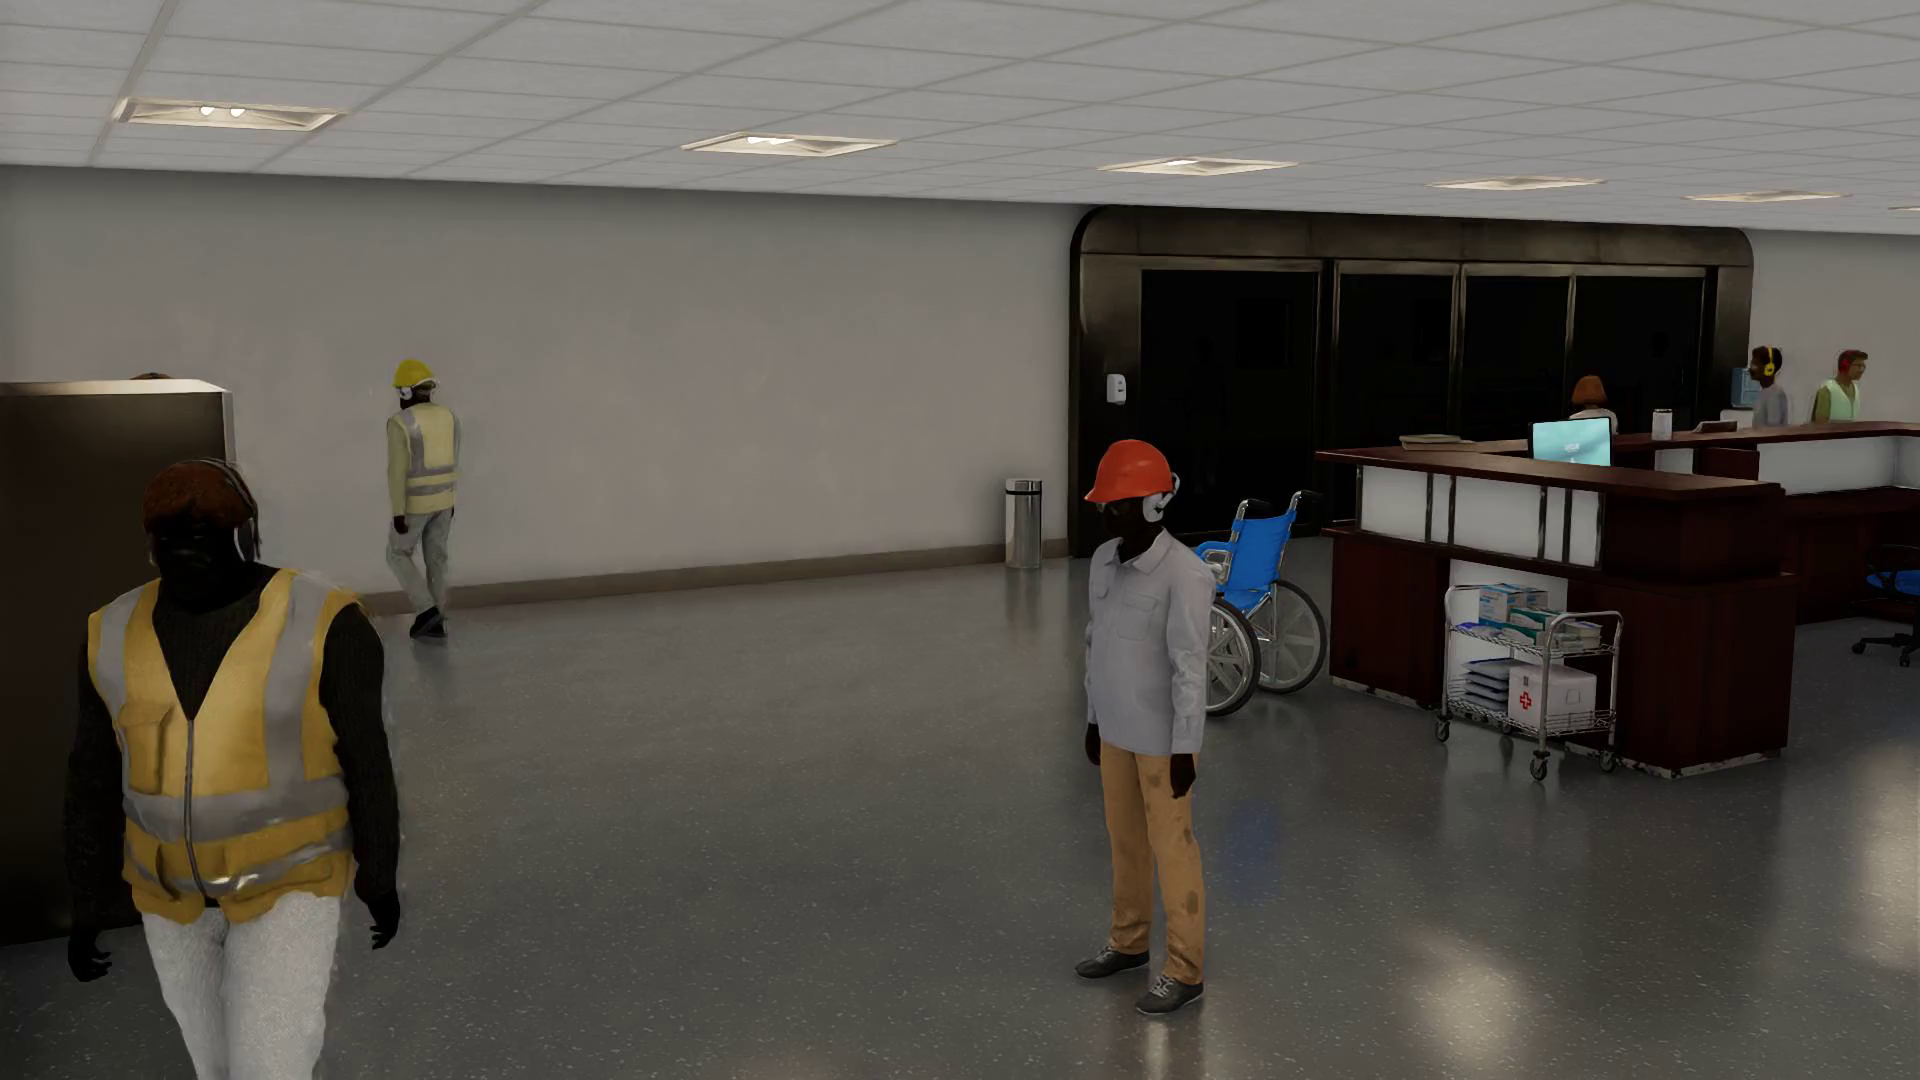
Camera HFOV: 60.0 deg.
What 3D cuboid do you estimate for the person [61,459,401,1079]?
[{"bbox_3d":[-1.537,0.752,3.417,0.651,1.821,0.680,0,8,3],"label":"person"}]

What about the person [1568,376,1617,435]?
[{"bbox_3d":[4.836,-0.445,12.801,0.551,1.627,0.299,-4,9,-28],"label":"person"}]

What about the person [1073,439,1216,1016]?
[{"bbox_3d":[0.540,0.561,5.098,0.361,1.742,0.563,-4,9,-29],"label":"person"}]

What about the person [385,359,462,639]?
[{"bbox_3d":[-3.453,-0.253,10.700,0.406,1.816,0.607,5,9,32],"label":"person"}]
